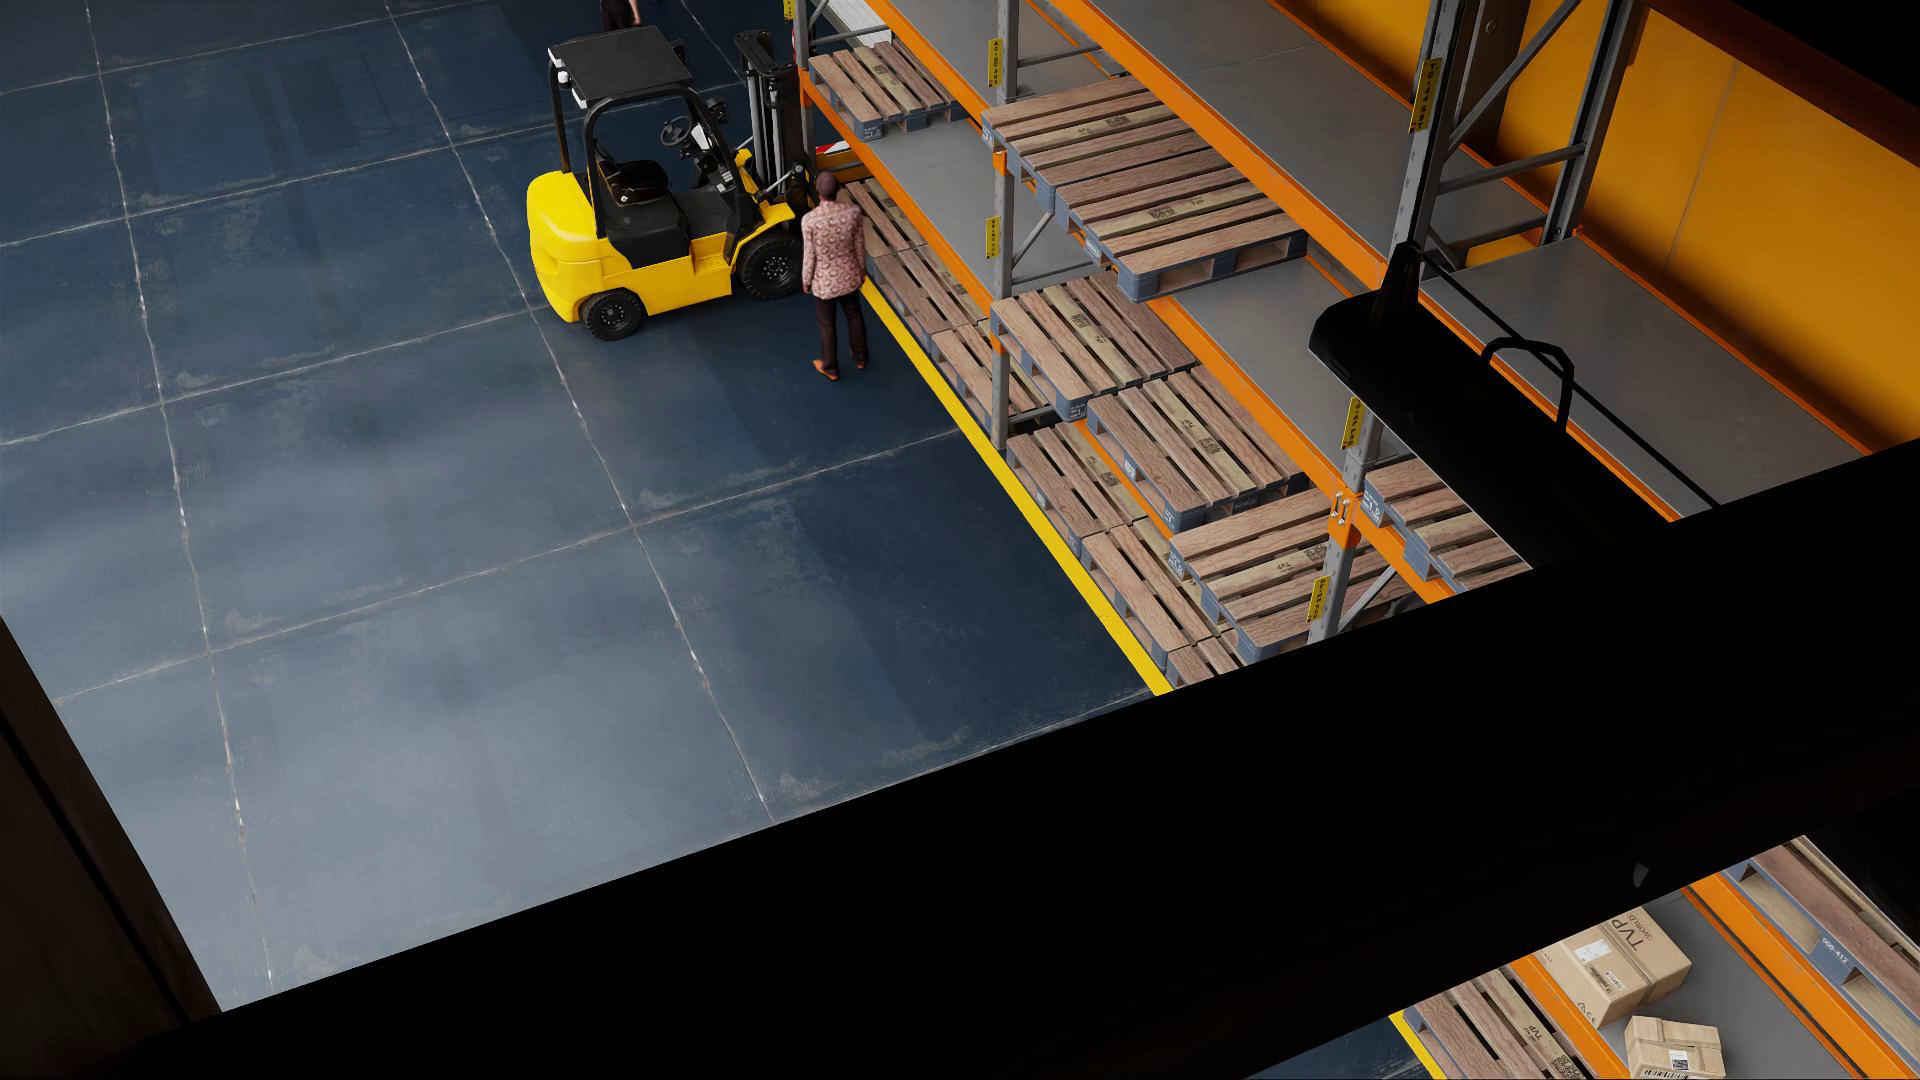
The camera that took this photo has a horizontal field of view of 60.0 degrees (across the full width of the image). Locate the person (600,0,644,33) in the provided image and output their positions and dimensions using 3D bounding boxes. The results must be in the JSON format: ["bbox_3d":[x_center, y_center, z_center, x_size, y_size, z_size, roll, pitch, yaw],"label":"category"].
[{"bbox_3d":[-3.352,-5.242,16.318,0.706,1.892,0.833,26,49,25],"label":"person"}]

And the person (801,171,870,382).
[{"bbox_3d":[-0.980,-2.066,13.045,0.696,1.807,0.583,-20,47,-20],"label":"person"}]
